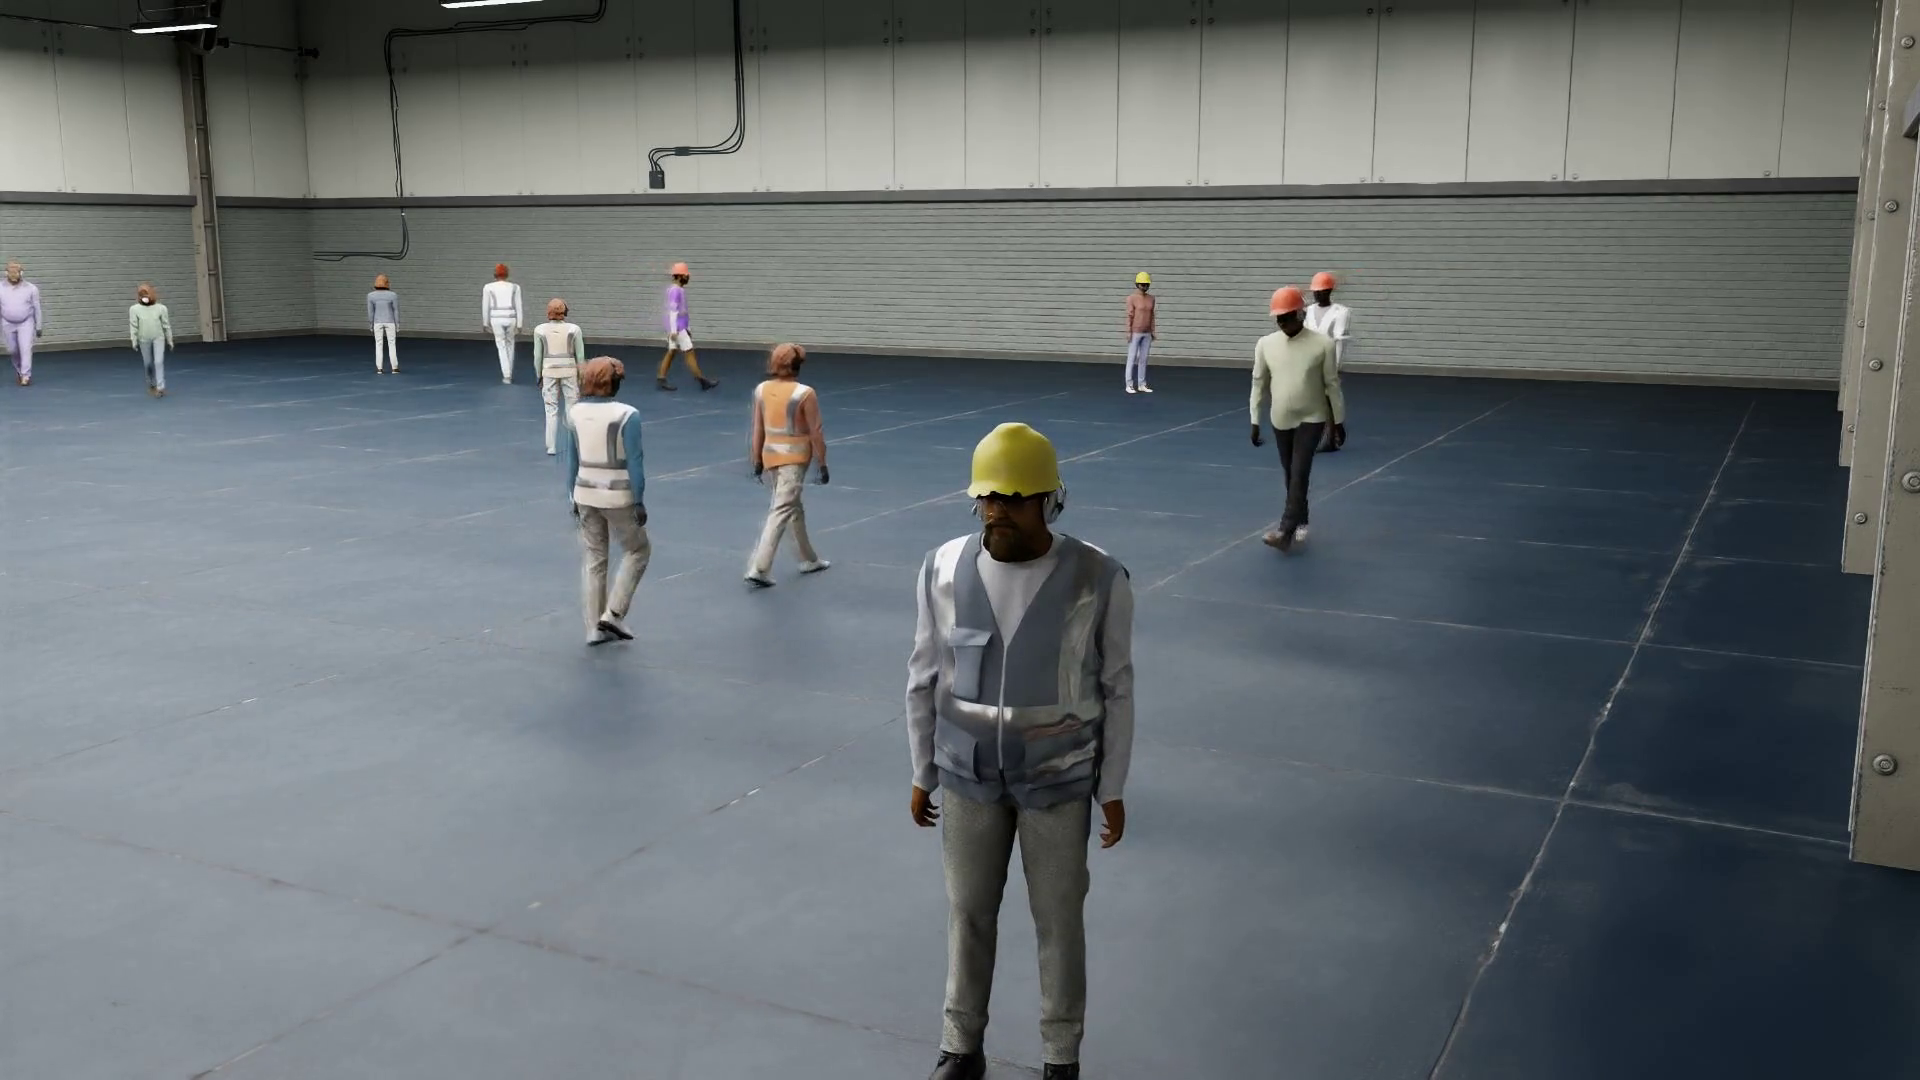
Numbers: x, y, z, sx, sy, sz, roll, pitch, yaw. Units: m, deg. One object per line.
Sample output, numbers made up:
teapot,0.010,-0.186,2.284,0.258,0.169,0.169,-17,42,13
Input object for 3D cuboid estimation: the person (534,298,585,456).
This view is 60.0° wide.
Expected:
person,-4.184,-1.699,17.405,0.523,1.638,0.310,-1,10,-7

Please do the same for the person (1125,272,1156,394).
person,2.649,-3.020,24.259,0.530,1.767,0.328,-7,12,-33

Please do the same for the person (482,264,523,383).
person,-7.201,-3.399,26.128,0.582,1.833,0.979,-5,12,-26

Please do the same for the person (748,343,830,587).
person,-1.144,-0.506,11.027,0.534,1.594,0.870,8,13,37

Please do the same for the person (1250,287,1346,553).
person,2.467,-0.885,12.209,0.689,1.919,1.033,6,12,28

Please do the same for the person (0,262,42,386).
person,-14.499,-3.326,25.610,0.651,1.886,0.790,-3,11,-17

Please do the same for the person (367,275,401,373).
person,-9.602,-3.594,27.753,0.507,1.633,0.277,-2,11,-9

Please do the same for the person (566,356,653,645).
person,-1.969,-0.215,9.339,0.542,1.623,0.372,5,12,26

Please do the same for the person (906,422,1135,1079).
person,0.145,0.603,4.325,0.600,1.830,0.403,3,11,14

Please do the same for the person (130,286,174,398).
person,-11.542,-2.844,23.778,0.540,1.593,0.772,-3,11,-18

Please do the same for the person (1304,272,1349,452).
person,3.758,-1.845,17.488,0.554,1.906,0.803,10,14,44

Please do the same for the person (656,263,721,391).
person,-4.056,-3.124,24.494,0.975,1.882,0.565,-1,10,-6
